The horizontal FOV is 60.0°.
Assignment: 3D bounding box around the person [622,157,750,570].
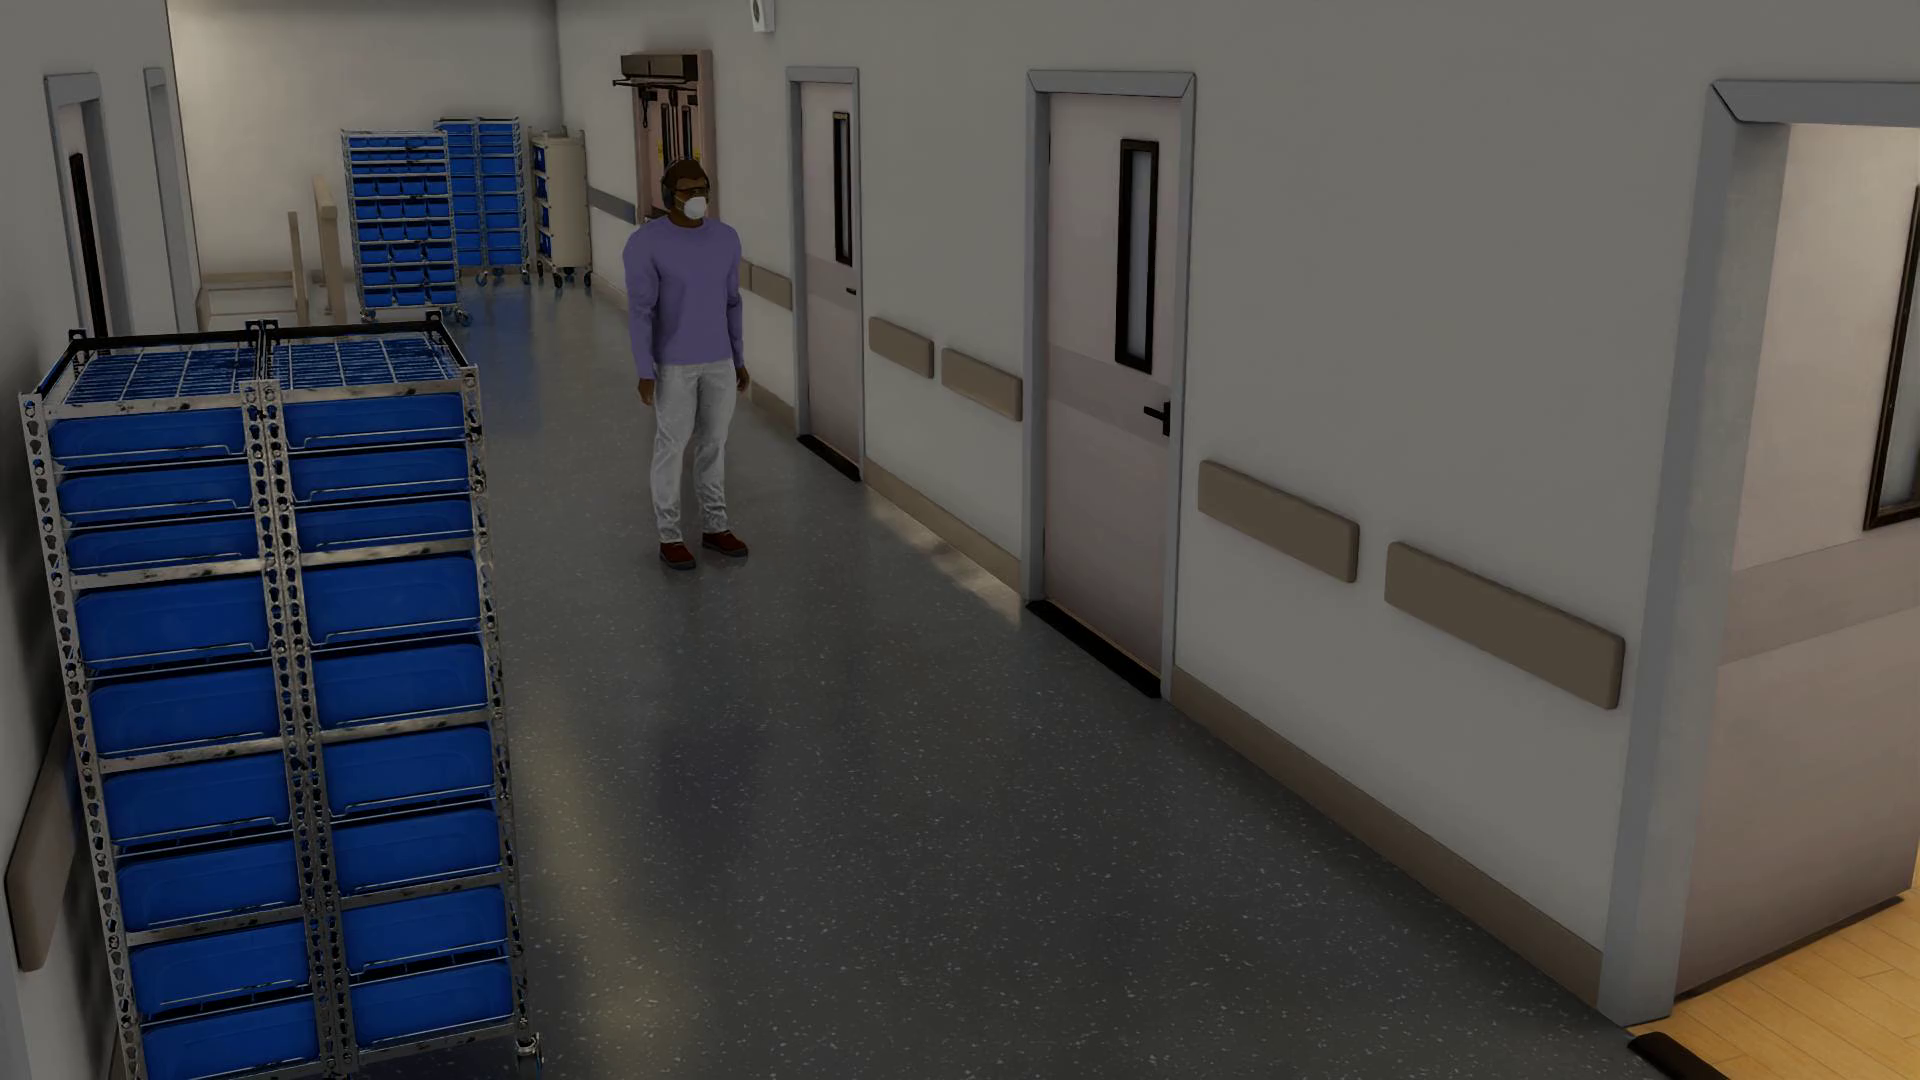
[{"bbox_3d":[-1.279,-0.839,7.942,0.635,1.938,0.361,-15,22,-41],"label":"person"}]
